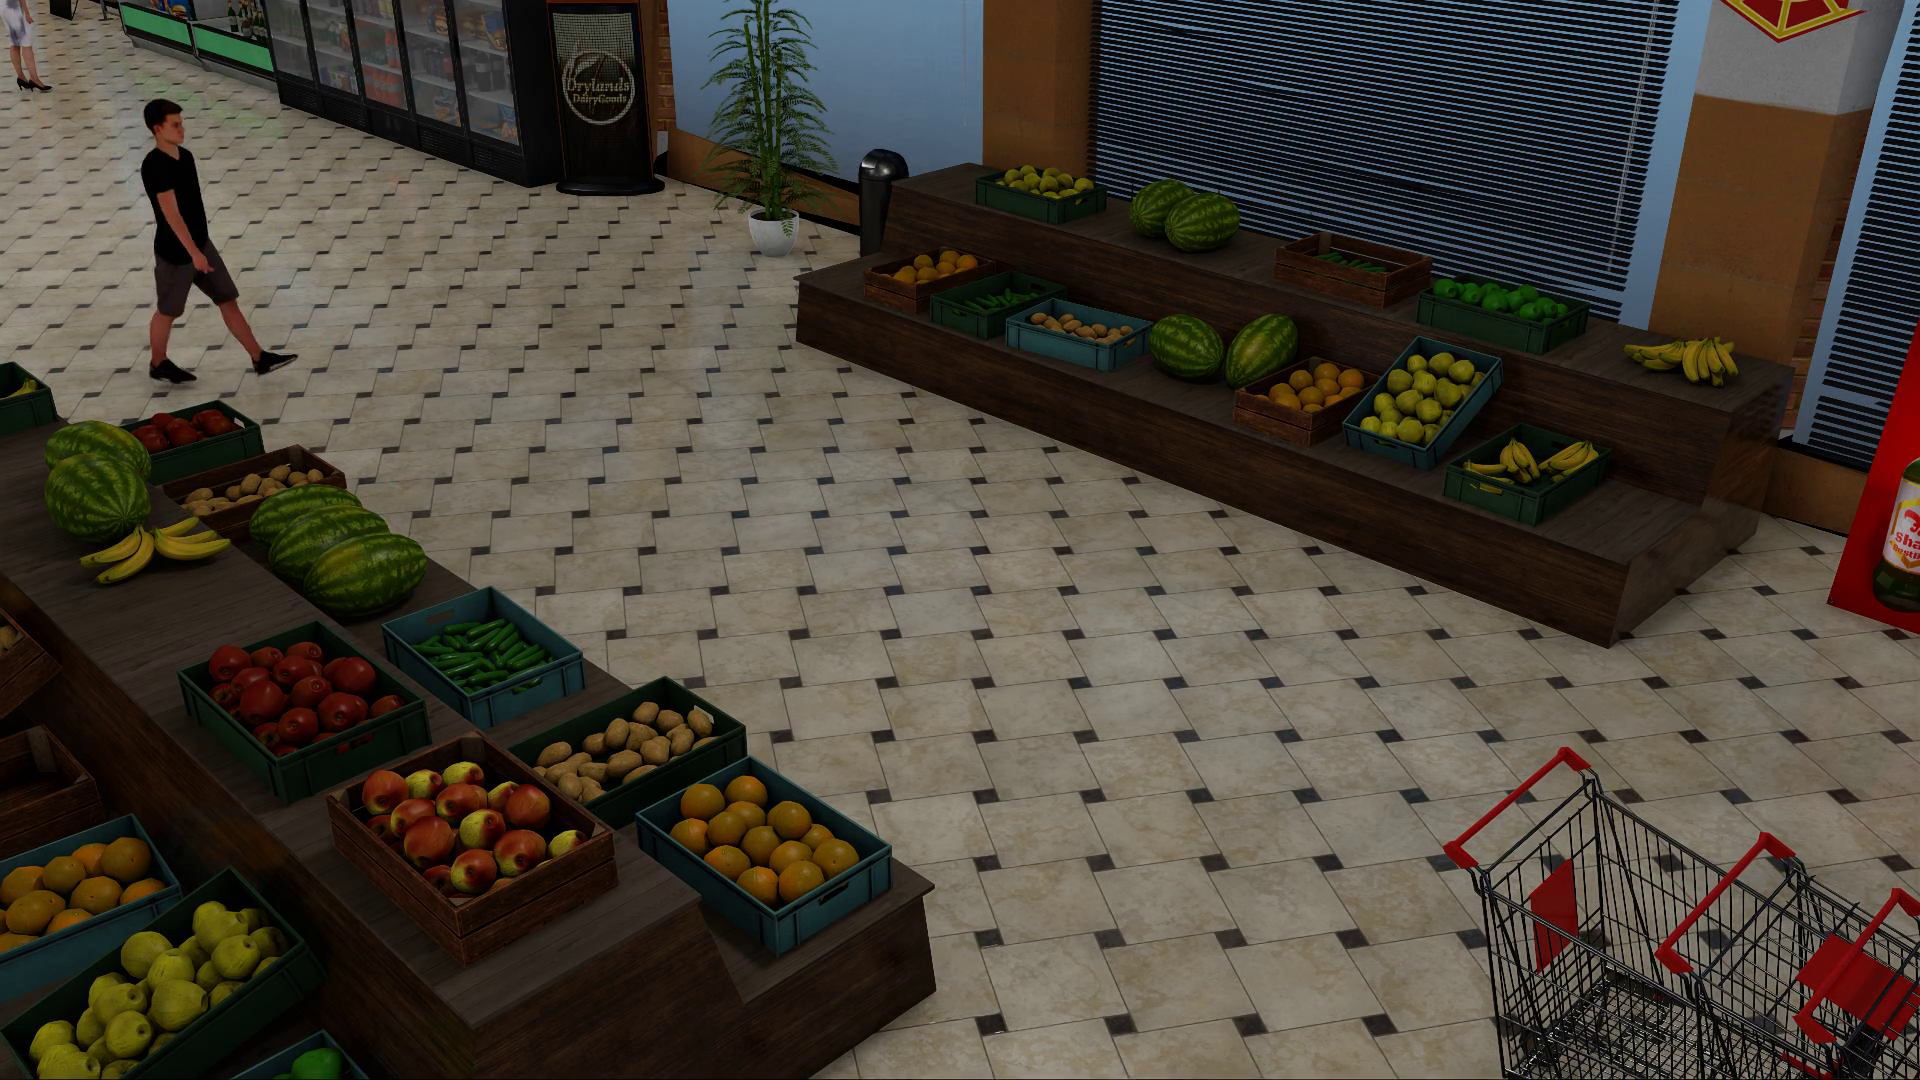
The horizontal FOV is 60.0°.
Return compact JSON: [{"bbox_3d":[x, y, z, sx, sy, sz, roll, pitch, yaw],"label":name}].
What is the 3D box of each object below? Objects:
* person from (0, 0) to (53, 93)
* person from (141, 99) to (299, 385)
[{"bbox_3d":[-10.699,-5.983,18.804,0.541,1.751,0.683,13,30,23],"label":"person"},{"bbox_3d":[-5.013,-1.834,10.557,1.288,1.810,1.182,2,27,4],"label":"person"}]
